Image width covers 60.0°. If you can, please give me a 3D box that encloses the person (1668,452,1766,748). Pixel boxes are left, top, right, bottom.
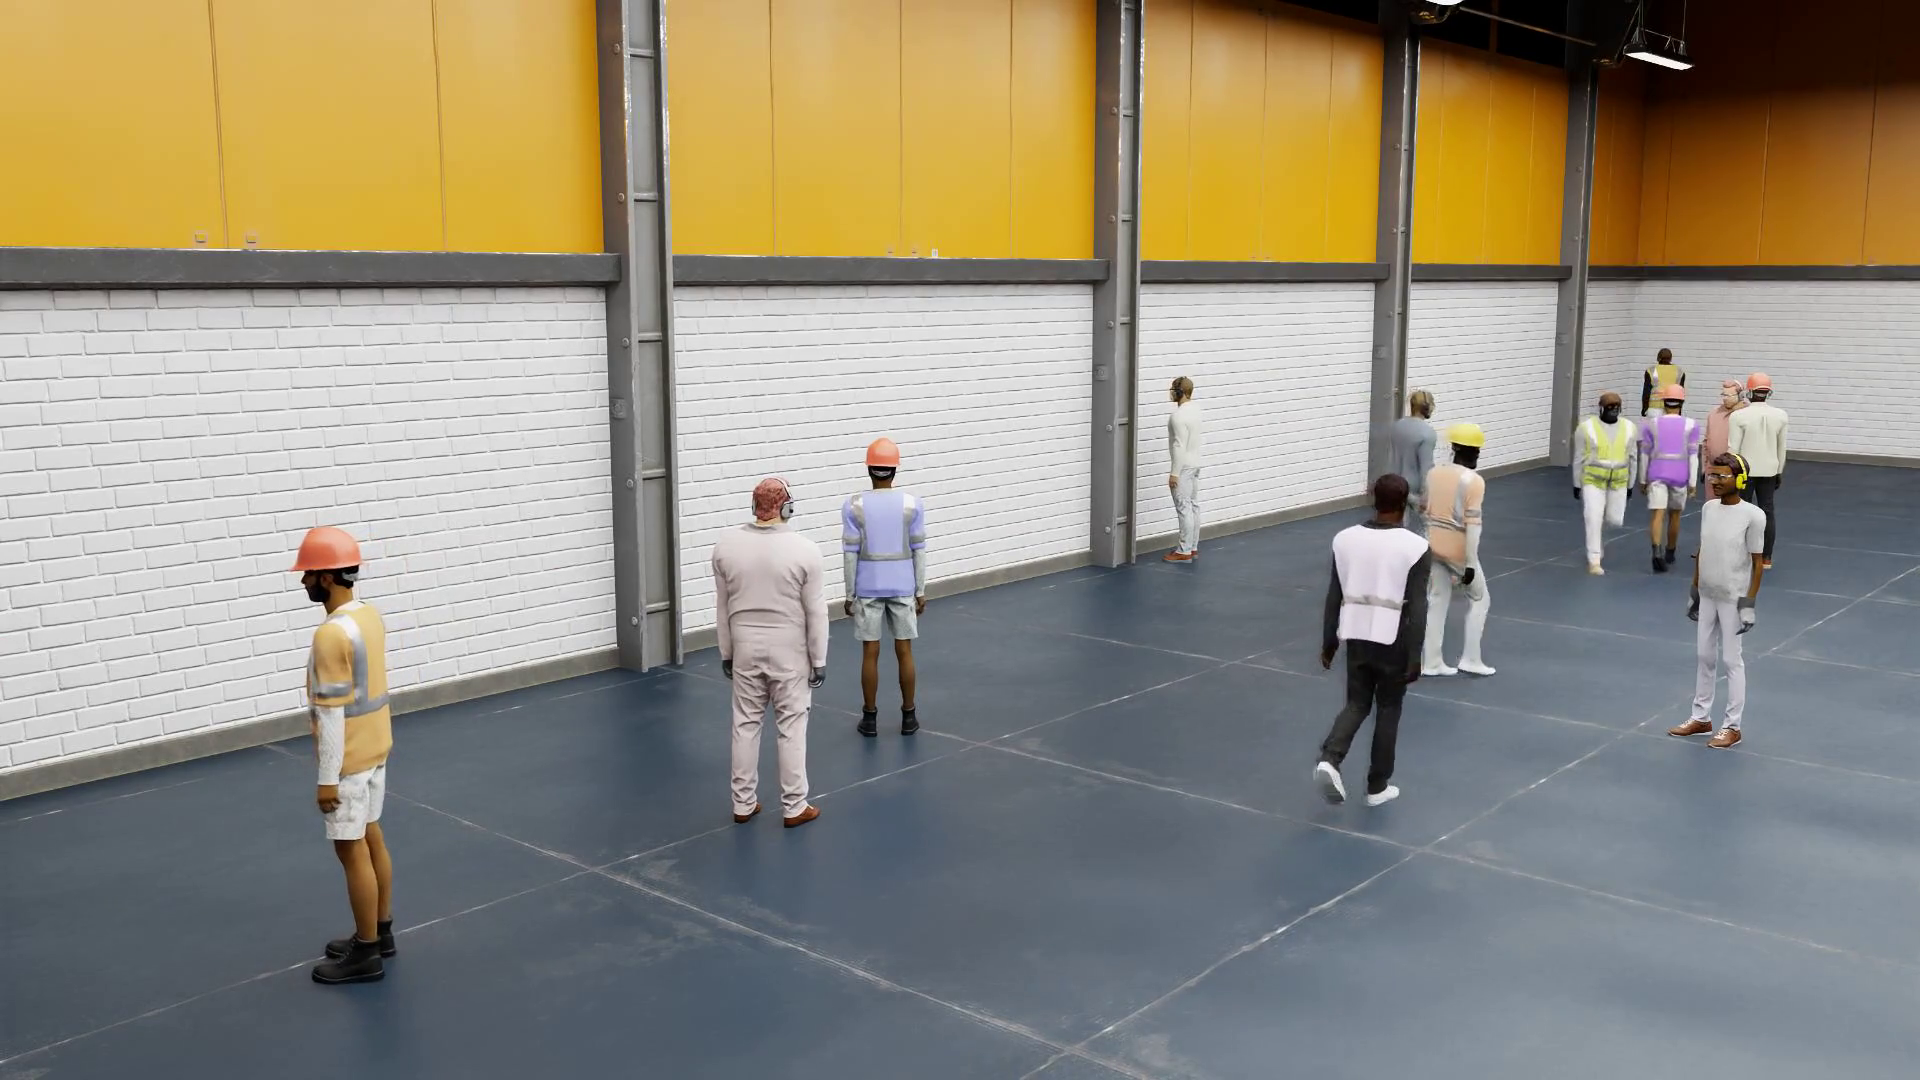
[{"bbox_3d":[4.817,0.379,10.530,0.329,1.866,0.514,-4,10,-23],"label":"person"}]

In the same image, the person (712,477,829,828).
[{"bbox_3d":[-1.003,0.606,9.004,0.640,1.902,0.402,2,9,15],"label":"person"}]

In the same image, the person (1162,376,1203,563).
[{"bbox_3d":[2.316,-0.729,17.253,0.377,1.940,0.628,5,10,26],"label":"person"}]

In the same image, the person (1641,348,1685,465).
[{"bbox_3d":[10.995,-2.083,26.062,0.634,1.841,0.429,1,9,4],"label":"person"}]

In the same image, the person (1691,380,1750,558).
[{"bbox_3d":[7.978,-0.718,17.304,0.409,1.903,0.639,-5,11,-31],"label":"person"}]

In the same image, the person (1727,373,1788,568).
[{"bbox_3d":[8.049,-0.697,16.874,0.612,1.995,0.392,0,9,-2],"label":"person"}]

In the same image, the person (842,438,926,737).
[{"bbox_3d":[-0.490,0.309,10.739,0.542,1.939,0.363,-1,9,-6],"label":"person"}]

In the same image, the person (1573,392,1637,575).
[{"bbox_3d":[6.473,-0.587,16.762,0.631,1.827,0.653,0,9,3],"label":"person"}]

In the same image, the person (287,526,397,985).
[{"bbox_3d":[-2.606,0.903,7.035,0.380,1.933,0.541,0,9,-3],"label":"person"}]

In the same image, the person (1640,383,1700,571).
[{"bbox_3d":[7.185,-0.640,16.873,0.546,1.898,0.961,4,10,23],"label":"person"}]

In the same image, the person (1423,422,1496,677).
[{"bbox_3d":[3.724,0.078,12.310,0.654,1.907,0.588,-5,10,-27],"label":"person"}]

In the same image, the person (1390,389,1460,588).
[{"bbox_3d":[4.358,-0.465,15.684,0.911,1.899,0.651,-4,10,-24],"label":"person"}]

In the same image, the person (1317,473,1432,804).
[{"bbox_3d":[2.271,0.578,9.254,0.598,1.887,0.638,8,12,41],"label":"person"}]
